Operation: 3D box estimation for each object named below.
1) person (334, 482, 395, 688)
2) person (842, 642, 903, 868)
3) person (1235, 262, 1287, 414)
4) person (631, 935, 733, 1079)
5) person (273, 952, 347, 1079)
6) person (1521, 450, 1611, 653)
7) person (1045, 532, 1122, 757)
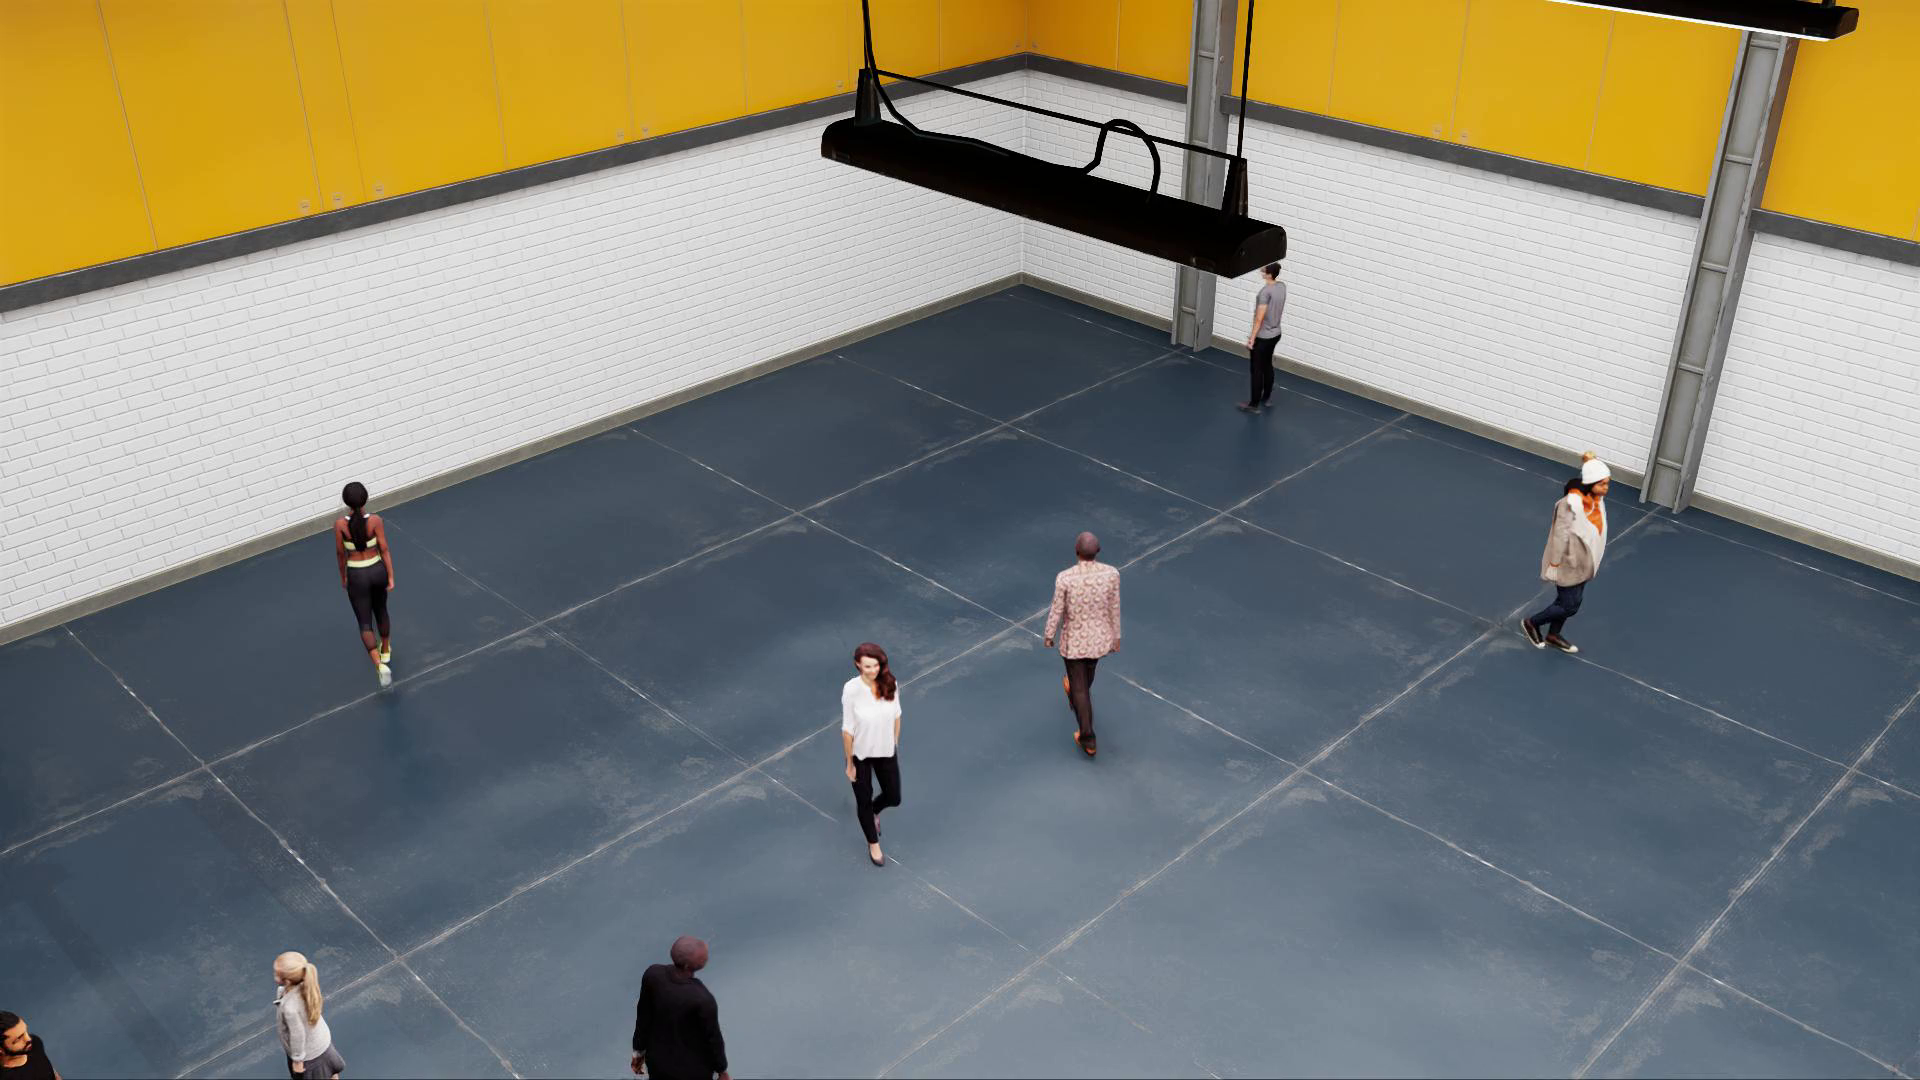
[{"bbox_3d":[-4.821,0.376,13.537,0.809,1.730,1.125,-12,31,-21],"label":"person"},{"bbox_3d":[-0.652,1.450,11.512,0.731,1.784,0.797,-13,31,-22],"label":"person"},{"bbox_3d":[3.370,-2.262,18.354,0.609,1.749,0.675,25,37,38],"label":"person"},{"bbox_3d":[-1.577,2.855,8.993,0.708,1.730,0.921,9,30,15],"label":"person"},{"bbox_3d":[-3.715,2.848,9.481,0.661,1.275,0.596,-2,29,-3],"label":"person"},{"bbox_3d":[5.035,0.090,13.900,0.734,1.884,0.687,25,37,37],"label":"person"},{"bbox_3d":[0.972,0.820,12.693,1.052,1.760,1.268,-9,30,-17],"label":"person"}]
